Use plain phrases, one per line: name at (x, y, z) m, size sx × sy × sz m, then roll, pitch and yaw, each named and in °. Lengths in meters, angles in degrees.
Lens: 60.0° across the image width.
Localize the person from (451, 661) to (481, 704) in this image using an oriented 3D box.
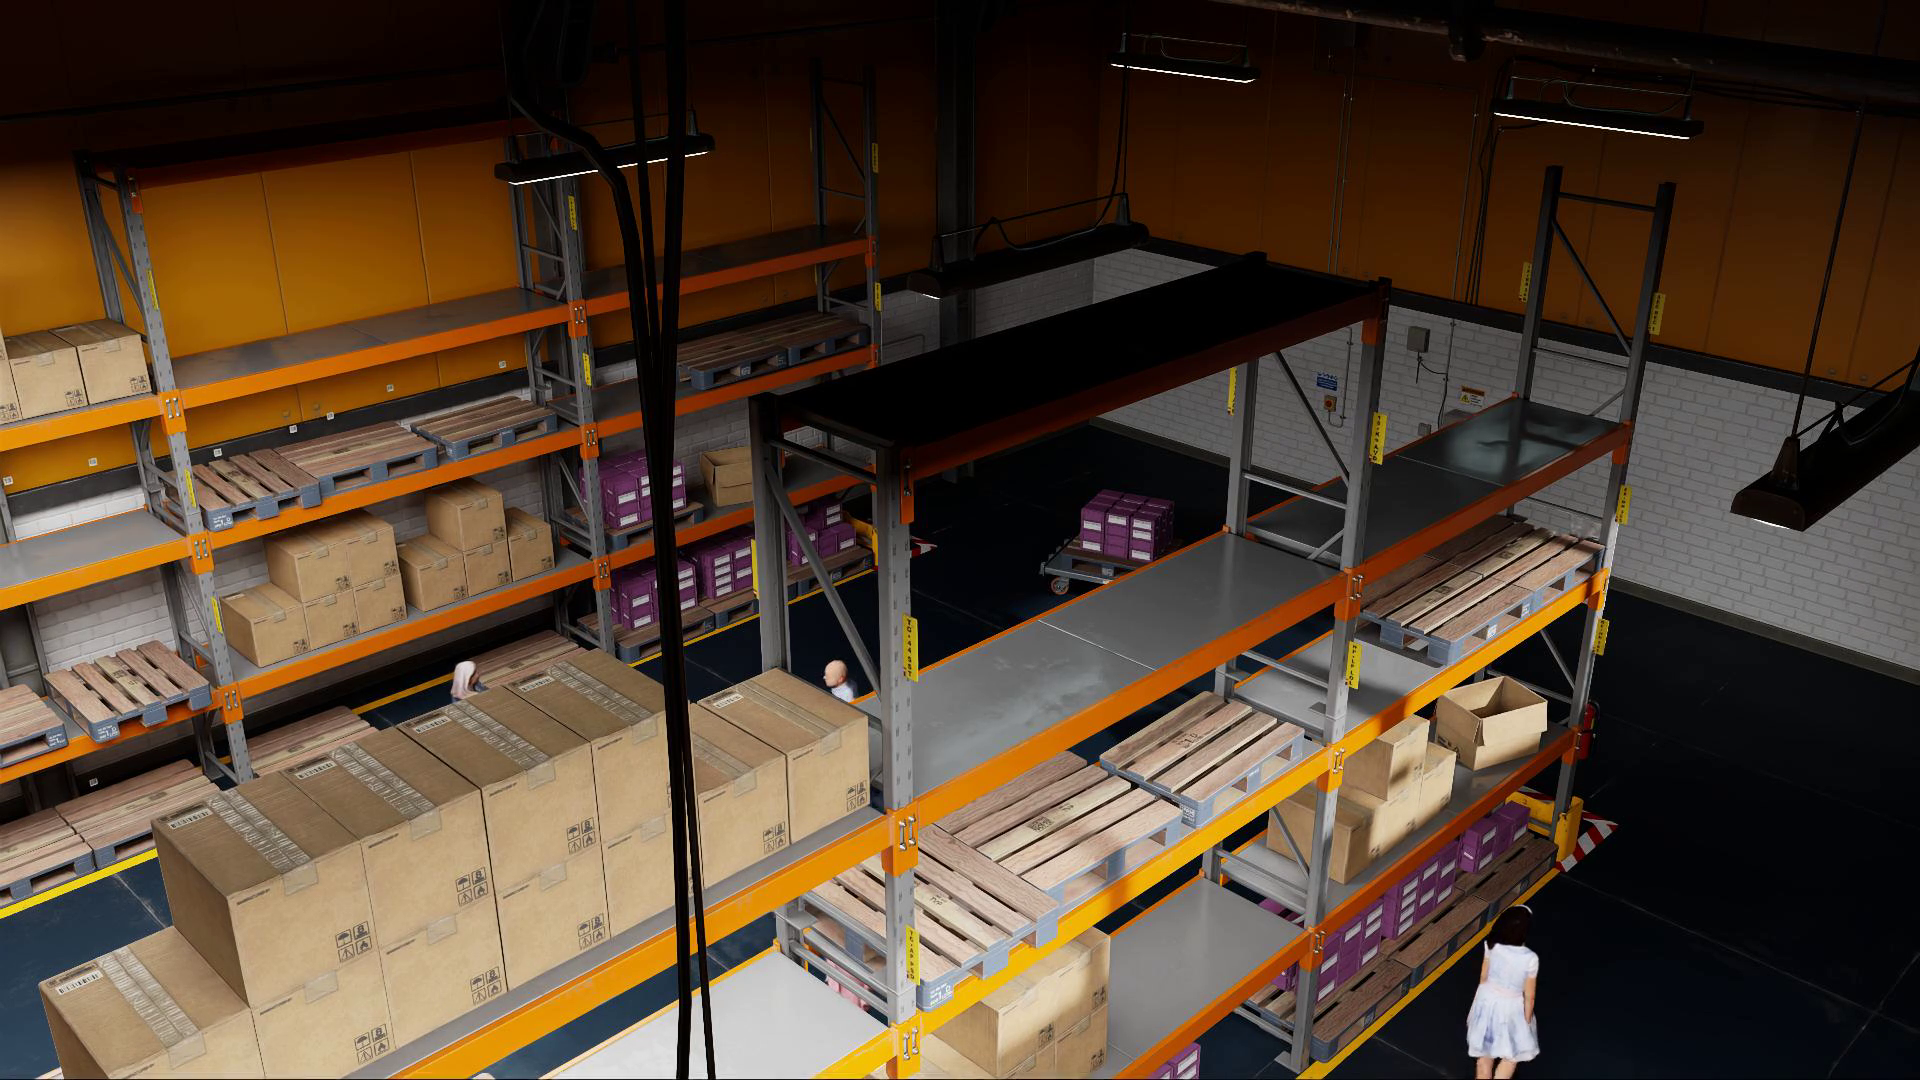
person at (-4.380, 1.857, 15.007) m, size 0.629 × 1.697 × 0.583 m, roll 18°, pitch 29°, yaw 35°

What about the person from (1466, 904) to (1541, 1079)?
person at (3.700, 3.342, 11.473) m, size 0.729 × 1.805 × 0.864 m, roll 17°, pitch 29°, yaw 33°

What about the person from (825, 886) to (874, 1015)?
person at (-0.770, 3.138, 11.943) m, size 0.606 × 1.803 × 0.508 m, roll 21°, pitch 31°, yaw 39°
